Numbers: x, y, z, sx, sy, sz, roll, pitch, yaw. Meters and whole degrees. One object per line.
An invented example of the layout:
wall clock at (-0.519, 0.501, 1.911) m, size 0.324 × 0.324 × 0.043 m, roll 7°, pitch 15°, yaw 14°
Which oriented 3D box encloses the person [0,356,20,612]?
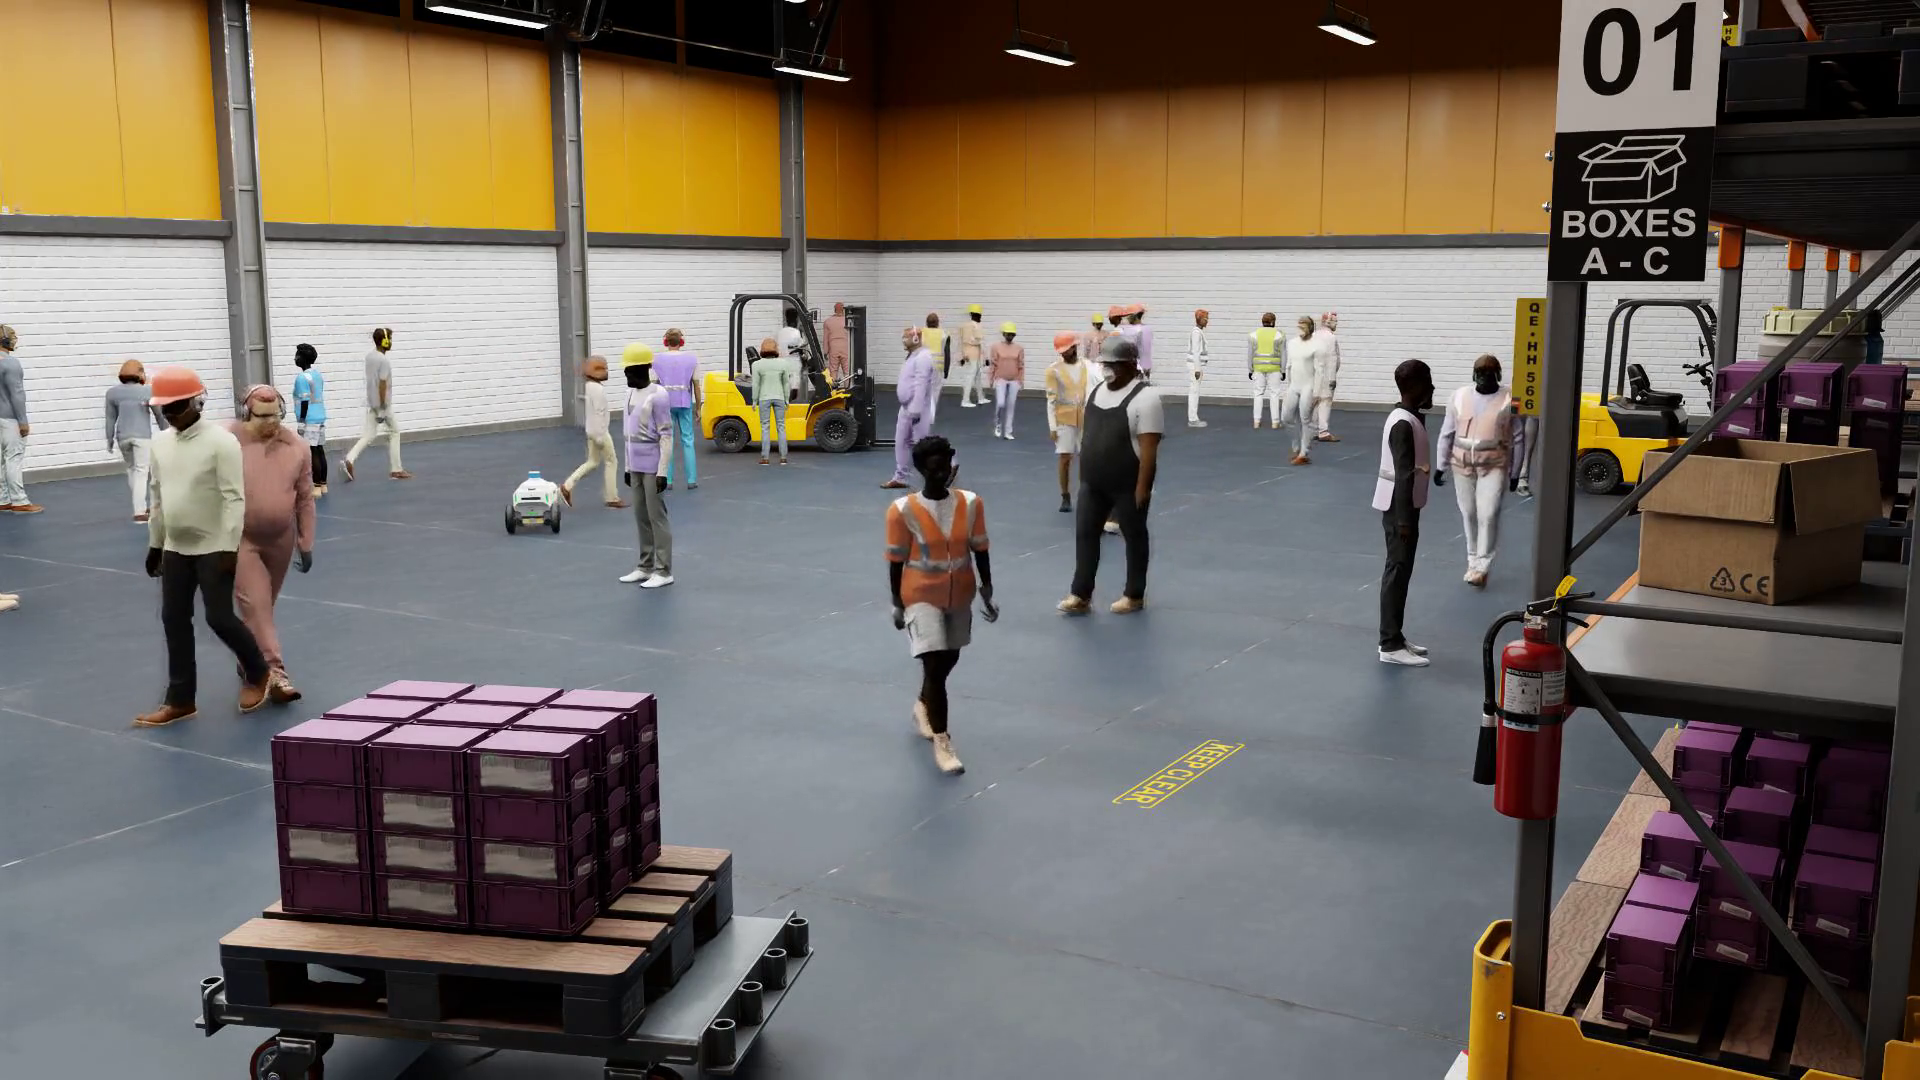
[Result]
person at (-7.088, -0.481, 12.064) m, size 0.394 × 2.038 × 0.607 m, roll -4°, pitch 10°, yaw -22°

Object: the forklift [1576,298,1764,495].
forklift at (7.954, -1.589, 18.462) m, size 2.313 × 2.155 × 1.214 m, roll 5°, pitch 11°, yaw 30°

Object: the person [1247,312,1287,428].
person at (4.892, -2.694, 26.466) m, size 0.626 × 1.840 × 0.430 m, roll 4°, pitch 10°, yaw 22°

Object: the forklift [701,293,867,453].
forklift at (-2.458, -2.344, 23.176) m, size 2.313 × 2.155 × 1.214 m, roll 0°, pitch 9°, yaw -2°

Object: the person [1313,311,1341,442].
person at (5.373, -2.393, 24.383) m, size 0.402 × 1.904 × 0.652 m, roll -2°, pitch 9°, yaw -12°

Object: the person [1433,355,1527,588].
person at (4.032, -0.531, 13.044) m, size 0.633 × 1.815 × 0.827 m, roll 7°, pitch 11°, yaw 36°

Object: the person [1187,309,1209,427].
person at (3.827, -2.764, 26.755) m, size 0.358 × 1.885 × 0.574 m, roll 2°, pitch 9°, yaw 9°

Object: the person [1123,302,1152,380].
person at (2.660, -2.574, 25.148) m, size 0.455 × 2.023 × 0.620 m, roll 5°, pitch 11°, yaw 31°

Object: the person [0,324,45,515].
person at (-9.726, -1.225, 16.985) m, size 0.627 × 1.940 × 0.376 m, roll 6°, pitch 11°, yaw 33°

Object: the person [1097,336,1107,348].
person at (1.973, -1.909, 22.222) m, size 0.323 × 1.630 × 0.518 m, roll 5°, pitch 10°, yaw 30°

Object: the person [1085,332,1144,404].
person at (1.529, -1.115, 16.476) m, size 0.586 × 1.880 × 0.342 m, roll 0°, pitch 9°, yaw 2°

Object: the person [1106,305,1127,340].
person at (2.758, -3.042, 28.391) m, size 0.654 × 1.916 × 0.554 m, roll 1°, pitch 9°, yaw 6°

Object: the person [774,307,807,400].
person at (-2.750, -2.762, 26.615) m, size 0.606 × 1.935 × 0.924 m, roll 7°, pitch 11°, yaw 36°

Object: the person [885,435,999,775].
person at (-0.125, 0.283, 8.447) m, size 0.535 × 1.660 × 0.846 m, roll -4°, pitch 10°, yaw -25°

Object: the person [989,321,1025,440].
person at (0.710, -2.346, 24.509) m, size 0.535 × 1.753 × 0.362 m, roll -3°, pitch 9°, yaw -16°

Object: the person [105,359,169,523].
person at (-8.151, -0.986, 16.532) m, size 0.548 × 1.601 × 0.721 m, roll 0°, pitch 9°, yaw 0°

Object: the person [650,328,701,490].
person at (-3.225, -1.482, 18.887) m, size 0.571 × 1.840 × 0.374 m, roll -2°, pitch 9°, yaw -14°

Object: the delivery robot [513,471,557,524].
delivery robot at (-4.066, -0.413, 15.933) m, size 0.477 × 0.478 × 0.707 m, roll -1°, pitch 9°, yaw -7°

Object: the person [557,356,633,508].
person at (-3.819, -1.110, 17.285) m, size 0.714 × 1.605 × 0.507 m, roll -5°, pitch 10°, yaw -26°

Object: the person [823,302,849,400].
person at (-2.337, -3.677, 32.392) m, size 0.652 × 1.906 × 0.402 m, roll 0°, pitch 9°, yaw 0°

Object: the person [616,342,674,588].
person at (-2.477, -0.584, 13.028) m, size 0.386 × 1.922 × 0.594 m, roll -7°, pitch 12°, yaw -39°

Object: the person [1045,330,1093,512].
person at (1.203, -1.218, 17.113) m, size 0.705 × 1.885 × 0.485 m, roll -3°, pitch 10°, yaw -21°

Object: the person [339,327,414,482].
person at (-6.928, -1.598, 19.664) m, size 0.529 × 1.829 × 0.864 m, roll 7°, pitch 12°, yaw 38°

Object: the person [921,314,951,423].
person at (-0.505, -2.852, 27.593) m, size 0.626 × 1.782 × 0.979 m, roll -2°, pitch 9°, yaw -13°

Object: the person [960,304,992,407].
person at (0.344, -3.397, 30.684) m, size 0.867 × 1.893 × 0.604 m, roll -6°, pitch 11°, yaw -31°

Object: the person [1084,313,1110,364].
person at (2.486, -3.276, 30.362) m, size 0.531 × 1.747 × 0.542 m, roll -3°, pitch 10°, yaw -19°

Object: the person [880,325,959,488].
person at (-0.464, -1.511, 18.968) m, size 0.815 × 1.879 × 0.650 m, roll -4°, pitch 10°, yaw -22°

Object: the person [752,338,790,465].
person at (-2.425, -1.771, 21.341) m, size 0.498 × 1.633 × 0.278 m, roll -3°, pitch 10°, yaw -18°

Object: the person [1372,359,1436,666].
person at (2.809, -0.181, 10.526) m, size 0.392 × 1.922 × 0.592 m, roll 2°, pitch 9°, yaw 15°

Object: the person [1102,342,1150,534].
person at (1.538, -0.971, 15.829) m, size 0.650 × 1.801 × 0.399 m, roll -7°, pitch 11°, yaw -36°

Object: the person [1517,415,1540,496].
person at (6.402, -1.387, 18.358) m, size 0.602 × 1.825 × 0.403 m, roll -1°, pitch 9°, yaw -4°

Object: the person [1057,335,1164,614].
person at (1.040, -0.455, 11.863) m, size 0.704 × 2.000 × 0.804 m, roll 9°, pitch 13°, yaw 44°

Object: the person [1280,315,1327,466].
person at (4.388, -1.907, 21.257) m, size 0.422 × 1.928 × 0.661 m, roll -6°, pitch 11°, yaw -35°

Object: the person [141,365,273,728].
person at (-4.162, 0.025, 9.103) m, size 0.684 × 1.968 × 0.634 m, roll 3°, pitch 10°, yaw 20°

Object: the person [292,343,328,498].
person at (-7.120, -1.302, 18.210) m, size 0.317 × 1.700 × 0.538 m, roll -1°, pitch 9°, yaw -4°

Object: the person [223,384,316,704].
person at (-4.092, 0.009, 9.658) m, size 1.032 × 1.829 × 0.721 m, roll 8°, pitch 12°, yaw 41°
